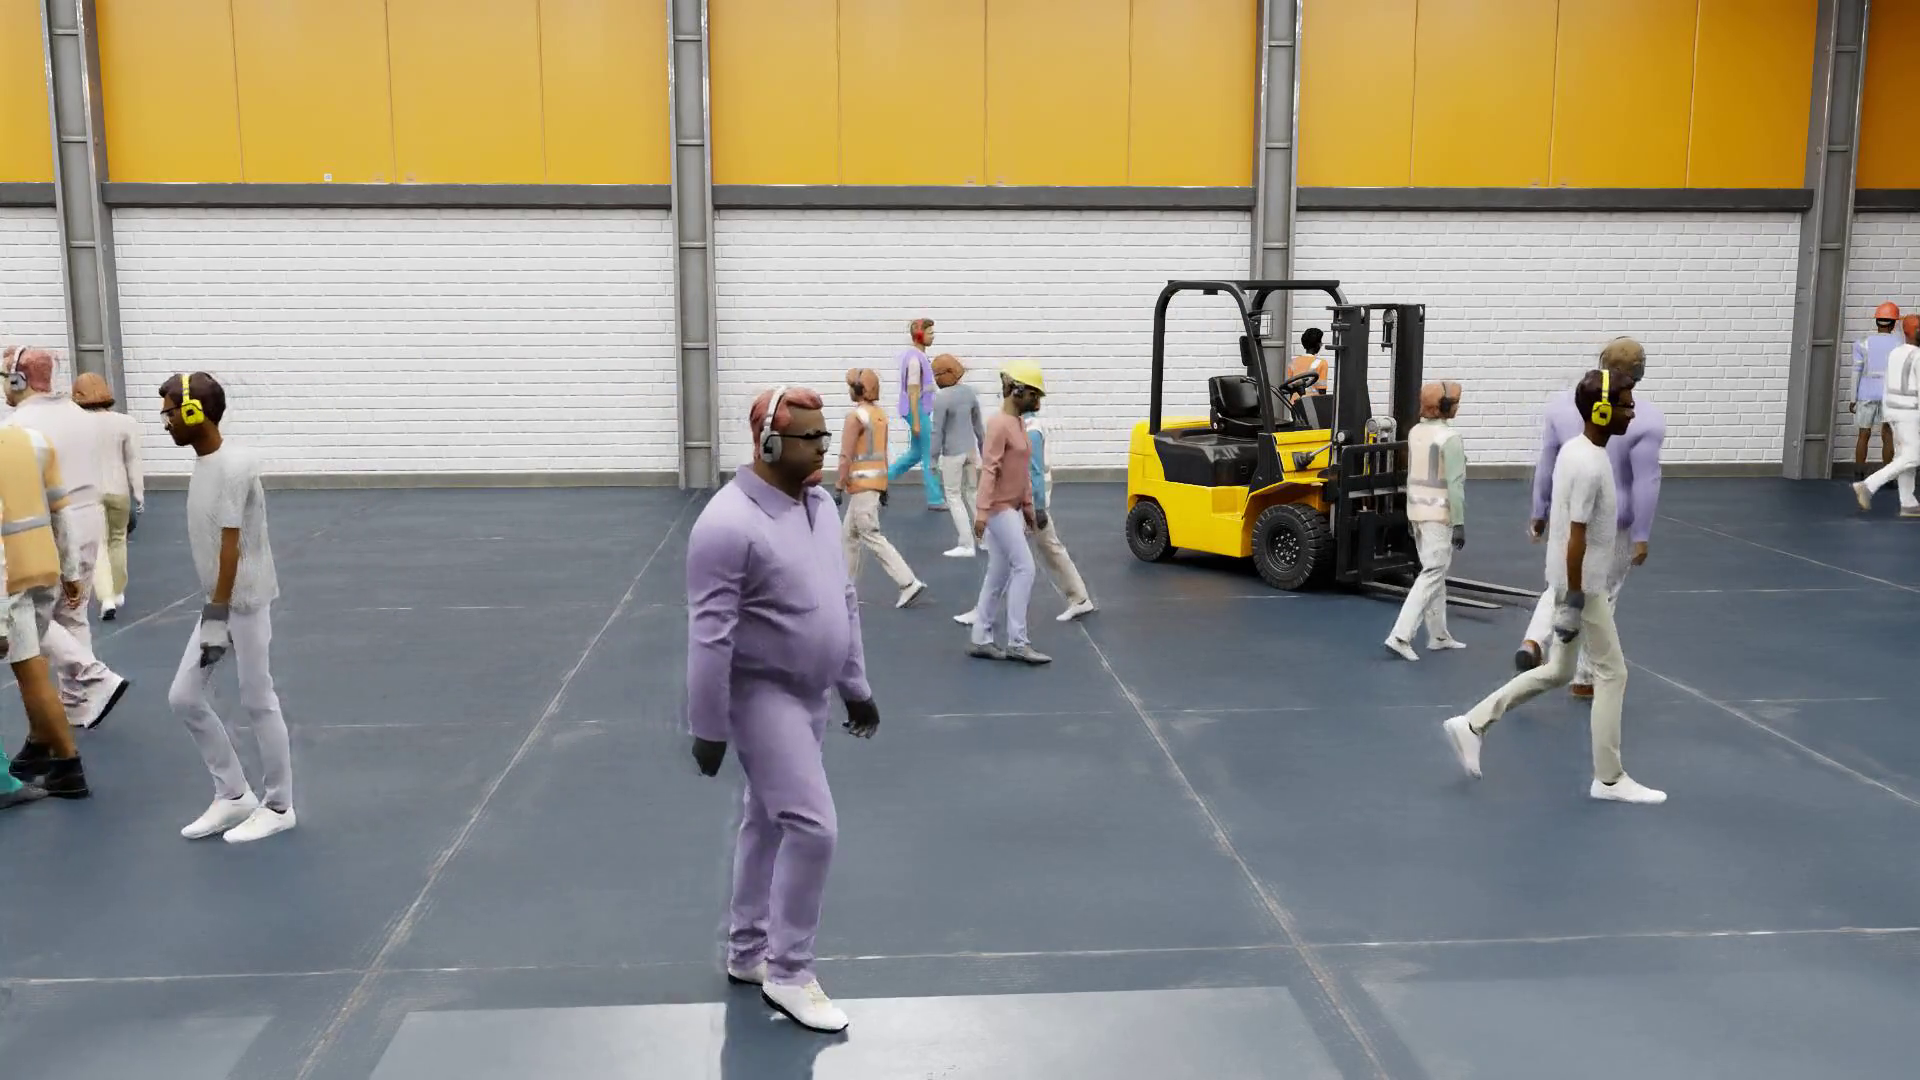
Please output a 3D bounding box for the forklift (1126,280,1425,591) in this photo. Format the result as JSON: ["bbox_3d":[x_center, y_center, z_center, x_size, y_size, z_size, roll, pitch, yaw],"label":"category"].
[{"bbox_3d":[2.301,-0.860,12.475,1.214,2.155,2.313,-6,11,-35],"label":"forklift"}]

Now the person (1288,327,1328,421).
[{"bbox_3d":[3.516,-1.297,16.797,0.317,1.693,0.536,-5,10,-28],"label":"person"}]

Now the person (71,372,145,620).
[{"bbox_3d":[-5.588,-0.295,10.832,0.498,1.593,0.862,-6,11,-33],"label":"person"}]

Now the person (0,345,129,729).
[{"bbox_3d":[-4.321,0.008,8.011,0.529,1.888,0.662,1,9,7],"label":"person"}]

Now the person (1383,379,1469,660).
[{"bbox_3d":[2.731,-0.112,9.646,0.535,1.654,0.527,-2,9,-13],"label":"person"}]

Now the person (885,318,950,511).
[{"bbox_3d":[-0.428,-1.174,15.605,0.815,1.821,0.576,0,9,2],"label":"person"}]

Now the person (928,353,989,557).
[{"bbox_3d":[-0.011,-0.665,13.074,0.408,1.604,0.561,7,12,39],"label":"person"}]

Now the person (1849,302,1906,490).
[{"bbox_3d":[9.515,-1.486,17.211,0.552,1.936,0.358,6,11,32],"label":"person"}]

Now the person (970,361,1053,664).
[{"bbox_3d":[0.338,-0.149,9.475,0.642,1.718,0.586,3,9,17],"label":"person"}]

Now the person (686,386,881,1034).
[{"bbox_3d":[-0.468,0.489,4.964,0.663,1.884,0.649,3,10,20],"label":"person"}]

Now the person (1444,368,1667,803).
[{"bbox_3d":[2.540,0.190,7.005,0.845,1.844,0.514,2,9,11],"label":"person"}]

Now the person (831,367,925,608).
[{"bbox_3d":[-0.596,-0.351,11.118,0.787,1.608,0.514,3,9,17],"label":"person"}]

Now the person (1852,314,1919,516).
[{"bbox_3d":[8.576,-1.123,15.164,0.719,1.867,0.585,0,9,2],"label":"person"}]

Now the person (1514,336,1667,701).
[{"bbox_3d":[3.182,-0.077,8.462,0.659,1.907,0.682,-8,12,-40],"label":"person"}]

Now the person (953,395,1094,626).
[{"bbox_3d":[0.442,-0.242,10.493,0.895,1.587,0.516,0,9,-2],"label":"person"}]

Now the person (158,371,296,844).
[{"bbox_3d":[-2.854,0.280,6.409,0.548,1.844,0.553,8,12,43],"label":"person"}]

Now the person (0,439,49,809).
[{"bbox_3d":[-4.055,0.320,6.566,0.530,1.727,0.844,5,10,28],"label":"person"}]

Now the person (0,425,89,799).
[{"bbox_3d":[-4.033,0.164,6.989,0.704,1.891,0.578,3,10,20],"label":"person"}]
